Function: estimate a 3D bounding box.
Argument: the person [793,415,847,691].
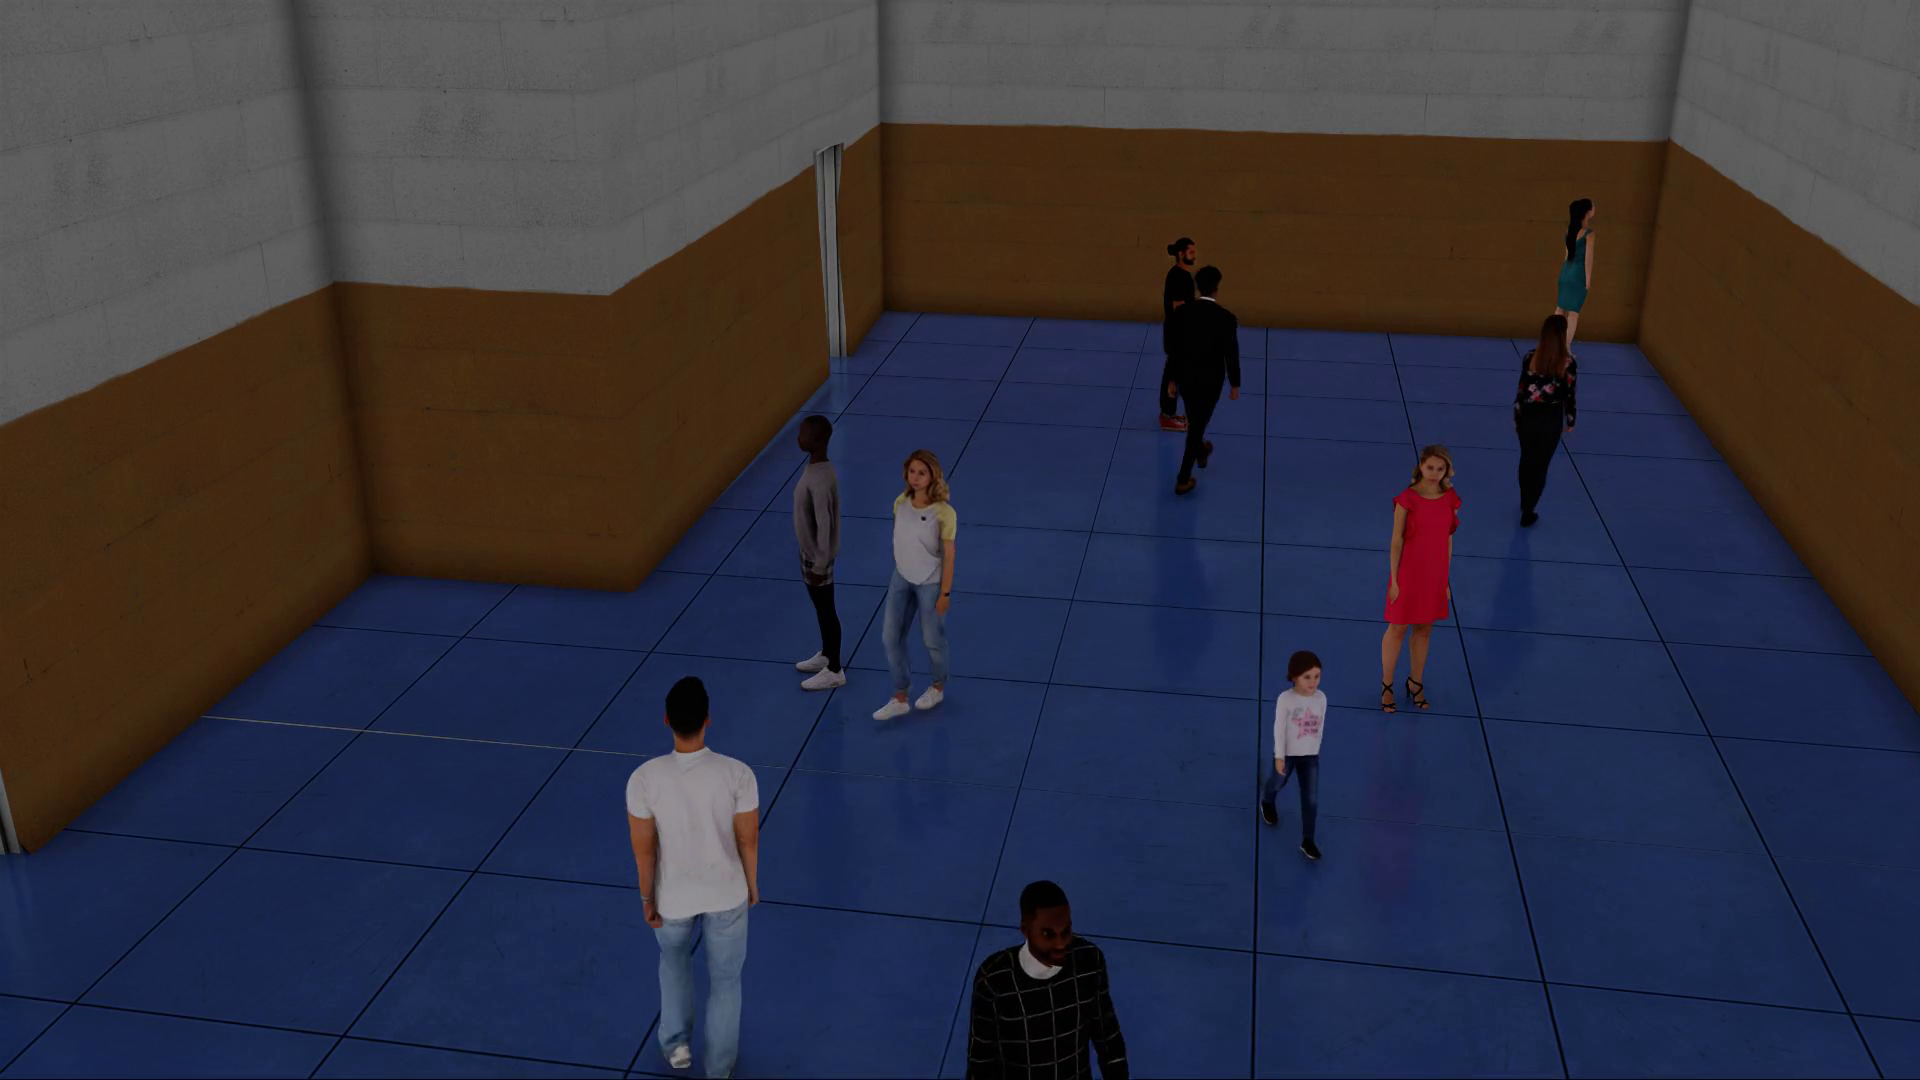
[{"bbox_3d":[-0.866,0.071,10.351,0.649,1.772,0.685,-4,22,-10],"label":"person"}]

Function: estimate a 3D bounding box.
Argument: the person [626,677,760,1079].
[{"bbox_3d":[-1.071,1.466,6.775,0.633,1.851,0.783,0,22,-1],"label":"person"}]

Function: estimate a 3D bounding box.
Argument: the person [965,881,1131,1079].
[{"bbox_3d":[0.234,1.905,5.754,1.008,1.798,1.026,-9,24,-22],"label":"person"}]

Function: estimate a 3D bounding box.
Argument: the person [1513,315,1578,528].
[{"bbox_3d":[4.492,-0.905,12.919,0.779,1.668,0.813,15,27,33],"label":"person"}]

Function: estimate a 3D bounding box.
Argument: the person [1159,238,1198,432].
[{"bbox_3d":[1.997,-1.894,15.264,0.543,1.756,0.629,2,22,5],"label":"person"}]

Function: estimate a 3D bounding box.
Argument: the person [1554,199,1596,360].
[{"bbox_3d":[6.443,-2.744,17.472,0.623,1.686,0.603,-9,23,-21],"label":"person"}]

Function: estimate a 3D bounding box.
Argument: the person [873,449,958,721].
[{"bbox_3d":[-0.160,0.247,9.983,0.878,1.704,0.896,16,27,34],"label":"person"}]

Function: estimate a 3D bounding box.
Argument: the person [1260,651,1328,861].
[{"bbox_3d":[1.744,1.079,8.759,0.787,1.089,0.657,-3,22,-8],"label":"person"}]

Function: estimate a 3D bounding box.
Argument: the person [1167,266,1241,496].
[{"bbox_3d":[1.930,-1.263,13.588,1.191,1.834,1.012,10,24,24],"label":"person"}]

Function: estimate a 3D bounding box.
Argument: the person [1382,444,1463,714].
[{"bbox_3d":[2.764,0.221,10.038,0.592,1.727,0.704,-5,22,-11],"label":"person"}]
